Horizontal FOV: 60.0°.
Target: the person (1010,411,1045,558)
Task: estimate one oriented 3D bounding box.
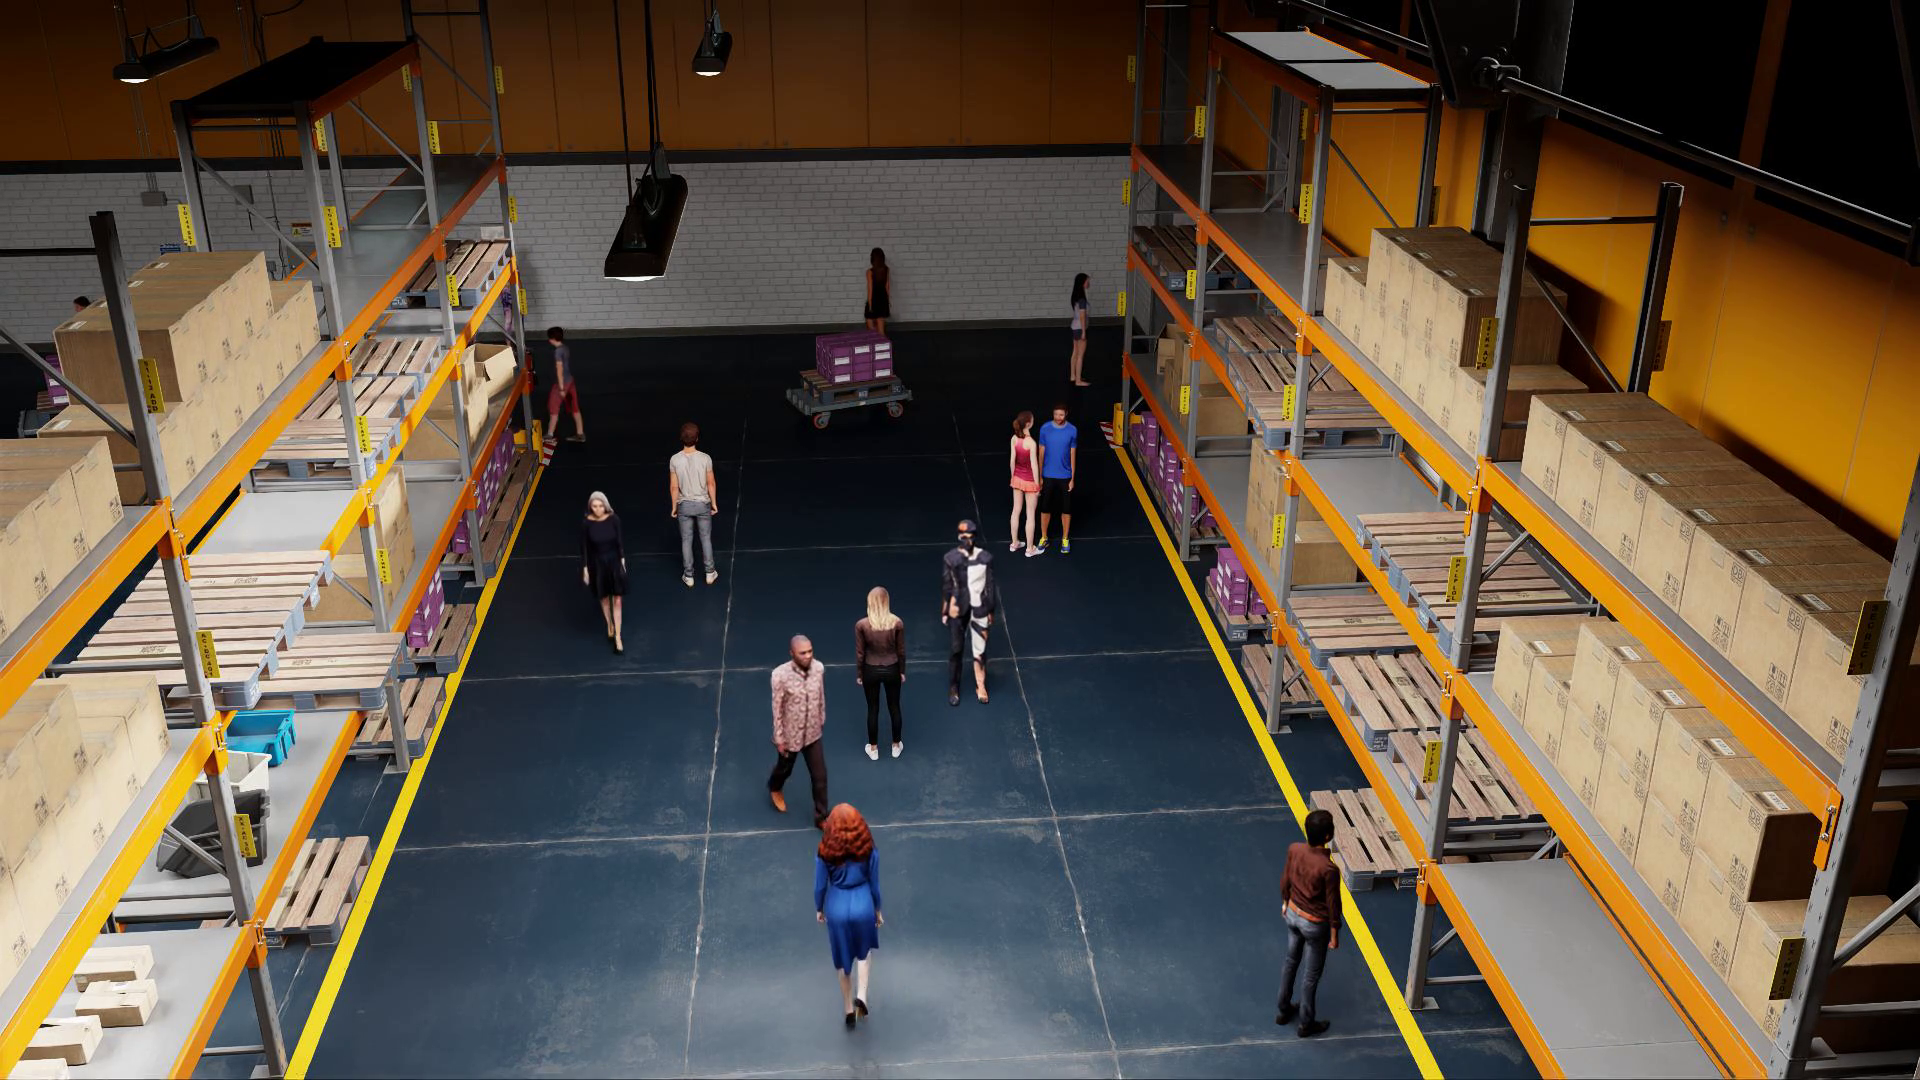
[{"bbox_3d":[0.758,-0.675,19.366,0.664,1.754,0.730,21,31,39],"label":"person"}]

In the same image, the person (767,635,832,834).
[{"bbox_3d":[-1.411,1.596,14.119,0.988,1.794,1.257,-12,26,-26],"label":"person"}]

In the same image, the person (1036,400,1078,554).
[{"bbox_3d":[1.138,-0.763,19.423,0.662,1.869,0.640,4,24,8],"label":"person"}]

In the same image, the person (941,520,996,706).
[{"bbox_3d":[0.101,0.673,16.106,0.678,1.894,0.603,-1,24,-3],"label":"person"}]

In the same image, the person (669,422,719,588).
[{"bbox_3d":[-2.975,-0.397,18.551,0.692,1.896,0.573,-5,24,-10],"label":"person"}]

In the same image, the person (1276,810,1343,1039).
[{"bbox_3d":[2.438,2.677,11.666,0.779,1.778,0.655,-17,29,-34],"label":"person"}]

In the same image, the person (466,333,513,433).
[{"bbox_3d":[-6.623,-2.175,23.004,0.833,1.587,0.991,-7,25,-16],"label":"person"}]

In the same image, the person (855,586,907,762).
[{"bbox_3d":[-0.715,1.210,15.115,0.610,1.704,0.505,-3,24,-7],"label":"person"}]

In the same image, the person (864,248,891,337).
[{"bbox_3d":[-1.241,-3.659,26.104,0.694,1.824,0.763,-12,26,-26],"label":"person"}]

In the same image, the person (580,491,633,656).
[{"bbox_3d":[-3.678,0.277,17.220,0.731,1.727,0.918,-6,24,-14],"label":"person"}]

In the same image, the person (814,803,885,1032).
[{"bbox_3d":[-0.760,2.690,11.589,0.622,1.816,0.634,-2,24,-5],"label":"person"}]

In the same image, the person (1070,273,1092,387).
[{"bbox_3d":[1.819,-3.205,25.212,0.662,1.707,0.476,-4,24,-9],"label":"person"}]

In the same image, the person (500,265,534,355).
[{"bbox_3d":[-7.182,-3.863,26.643,0.668,1.767,0.655,8,25,17],"label":"person"}]

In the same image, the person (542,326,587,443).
[{"bbox_3d":[-5.352,-2.110,22.804,0.813,1.629,0.935,3,24,7],"label":"person"}]
